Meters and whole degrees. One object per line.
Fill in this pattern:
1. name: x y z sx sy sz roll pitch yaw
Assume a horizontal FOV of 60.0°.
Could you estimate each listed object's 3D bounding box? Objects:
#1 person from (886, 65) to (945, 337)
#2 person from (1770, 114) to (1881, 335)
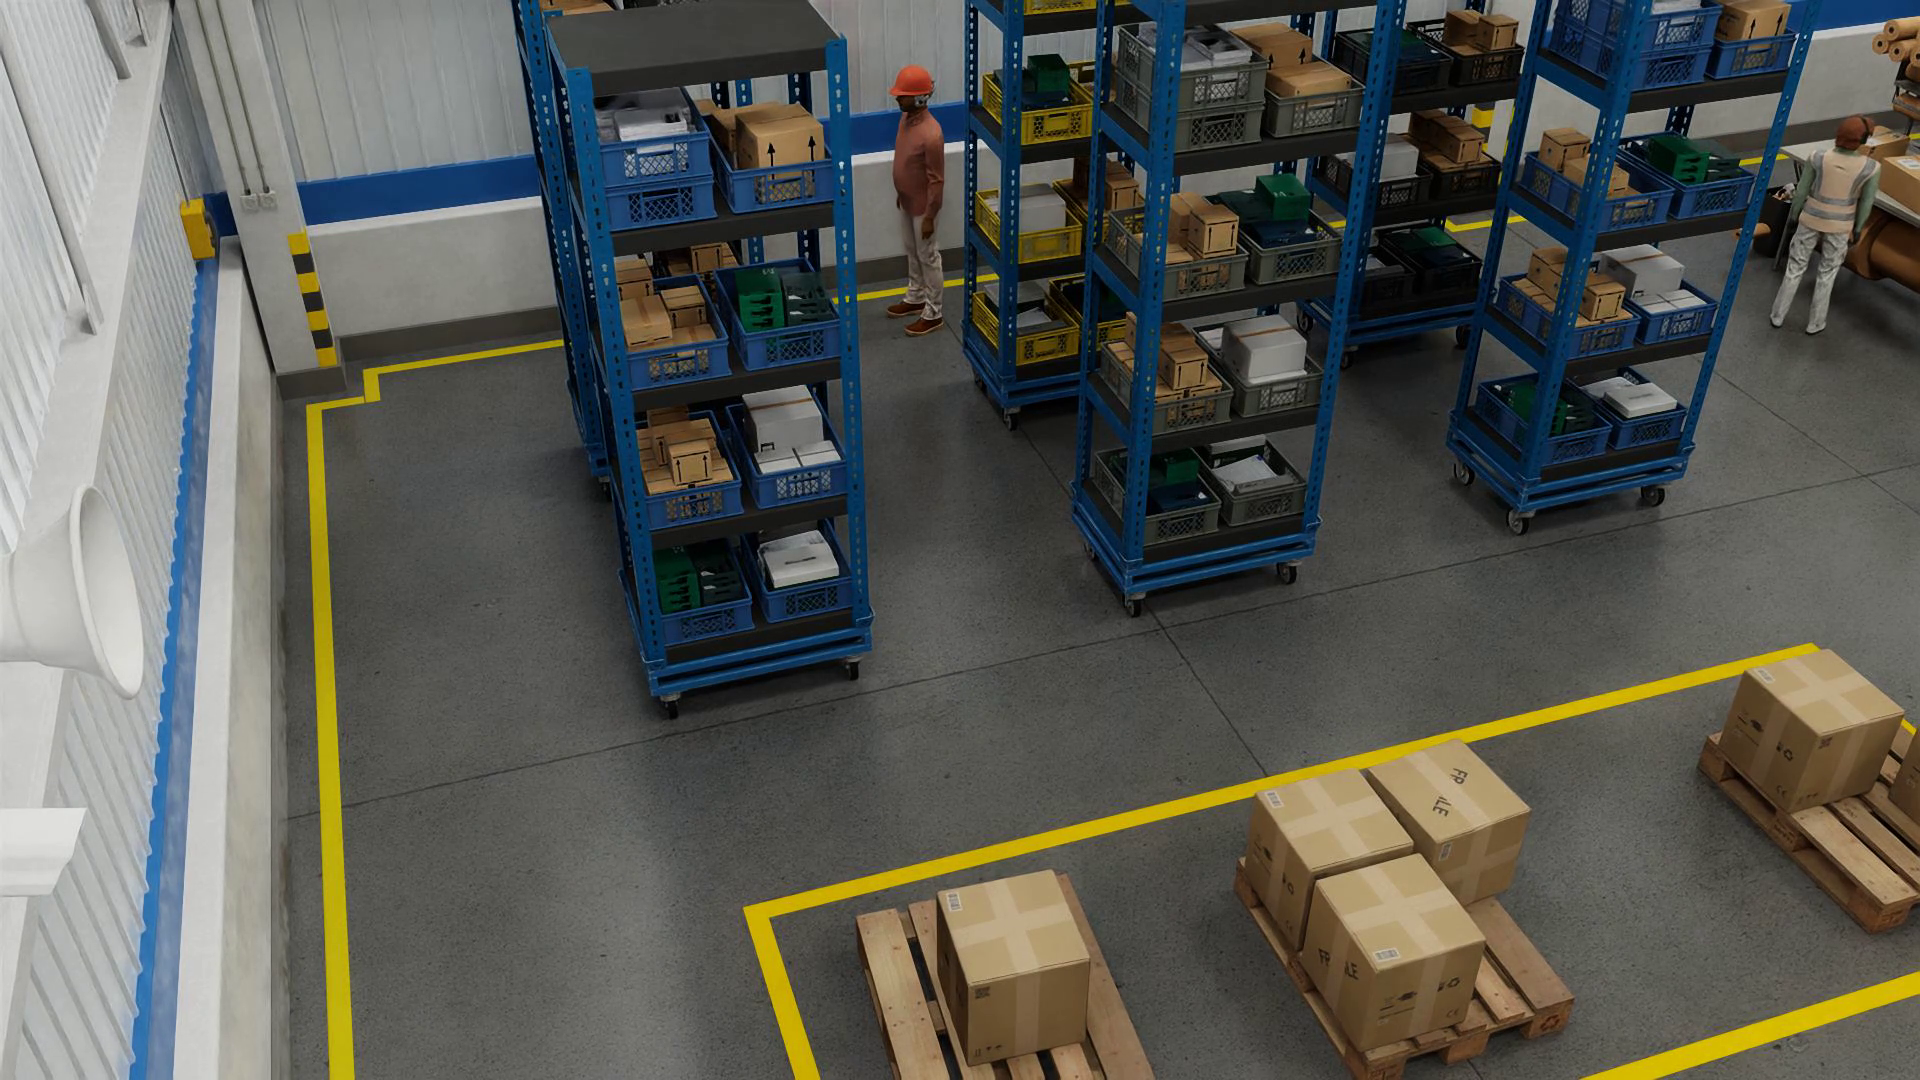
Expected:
1. person: -0.310 -2.454 12.027 0.375 1.995 0.610 -15 38 -20
2. person: 6.285 -2.281 12.089 0.516 1.636 0.314 21 40 27
